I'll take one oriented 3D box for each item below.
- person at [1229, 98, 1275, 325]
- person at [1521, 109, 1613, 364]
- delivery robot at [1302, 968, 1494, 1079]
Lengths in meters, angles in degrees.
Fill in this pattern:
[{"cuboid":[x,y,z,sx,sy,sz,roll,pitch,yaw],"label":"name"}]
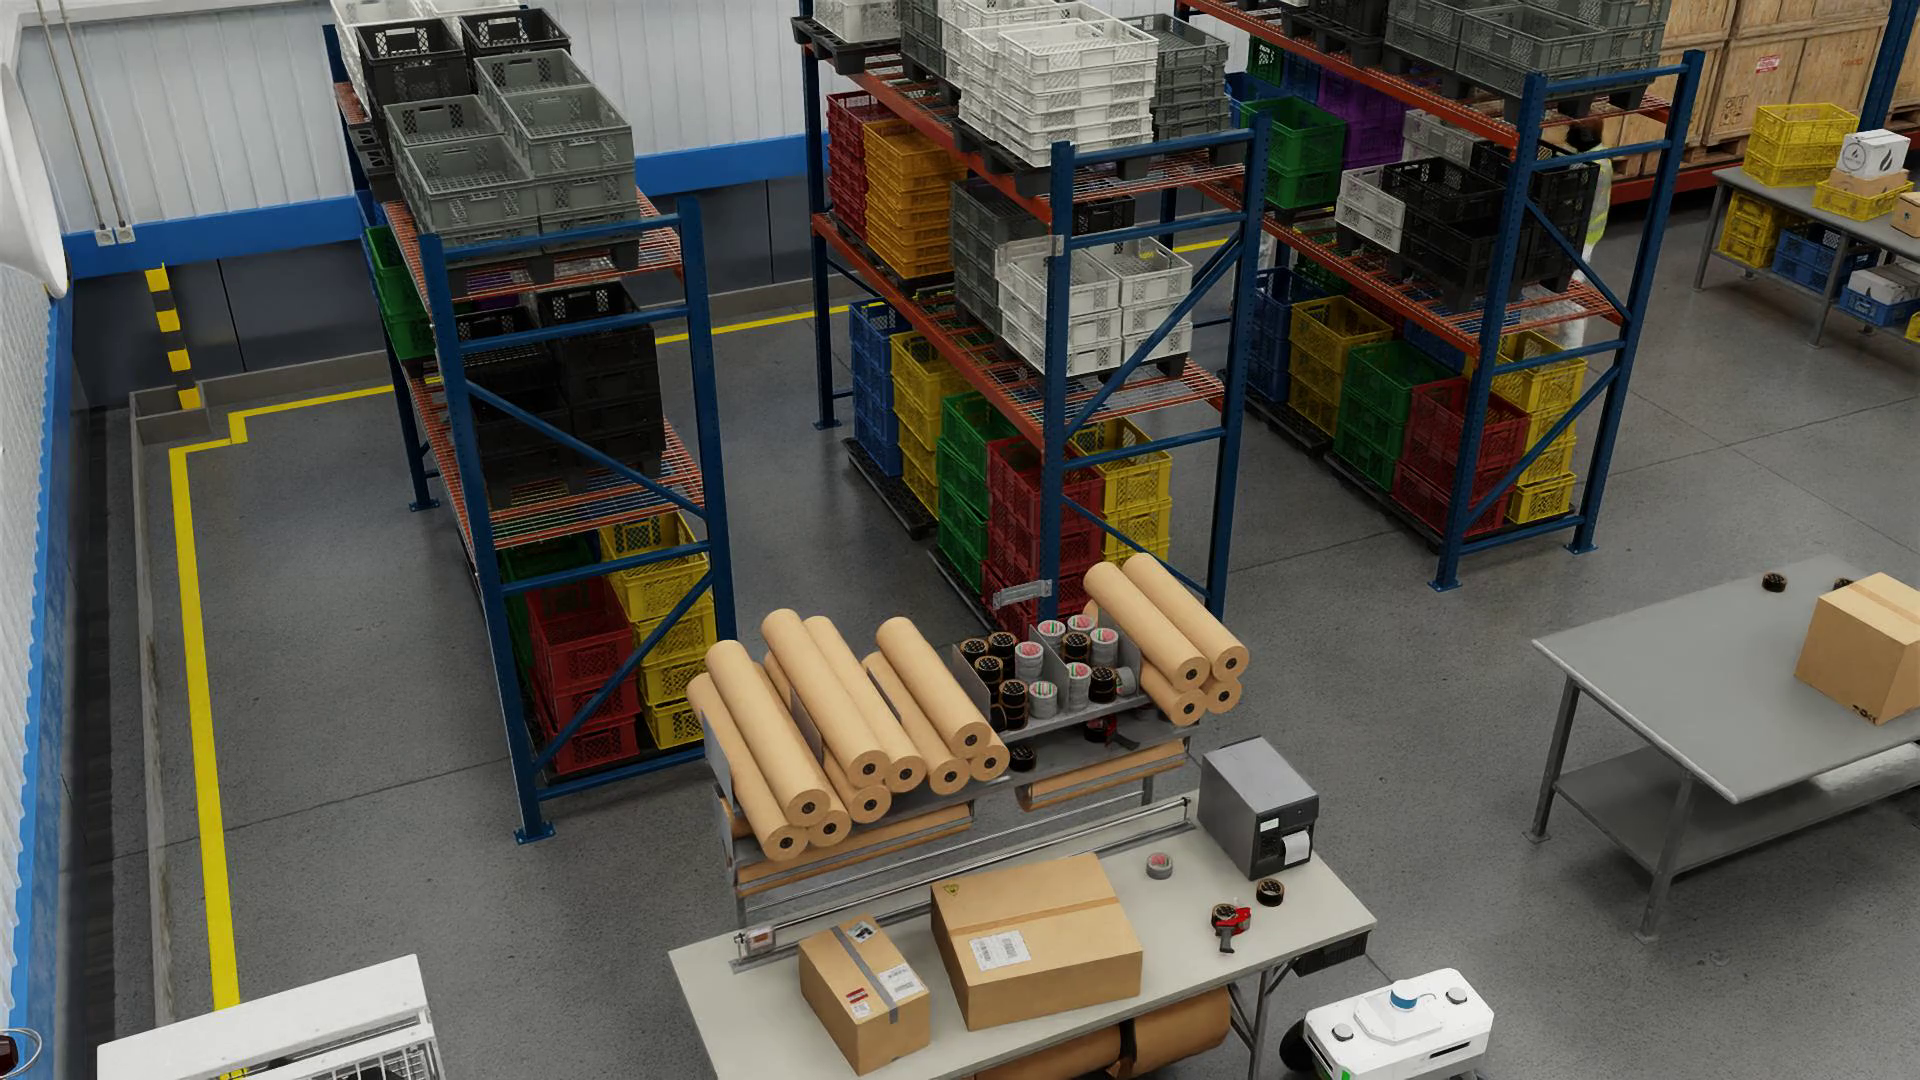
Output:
[{"cuboid":[2.292,-2.560,12.578,0.342,1.879,0.579,-7,32,-11],"label":"person"},{"cuboid":[4.454,-2.234,12.109,0.429,1.833,0.648,7,32,11],"label":"person"},{"cuboid":[1.702,1.919,6.473,0.707,0.478,0.477,-11,33,-18],"label":"delivery robot"}]
